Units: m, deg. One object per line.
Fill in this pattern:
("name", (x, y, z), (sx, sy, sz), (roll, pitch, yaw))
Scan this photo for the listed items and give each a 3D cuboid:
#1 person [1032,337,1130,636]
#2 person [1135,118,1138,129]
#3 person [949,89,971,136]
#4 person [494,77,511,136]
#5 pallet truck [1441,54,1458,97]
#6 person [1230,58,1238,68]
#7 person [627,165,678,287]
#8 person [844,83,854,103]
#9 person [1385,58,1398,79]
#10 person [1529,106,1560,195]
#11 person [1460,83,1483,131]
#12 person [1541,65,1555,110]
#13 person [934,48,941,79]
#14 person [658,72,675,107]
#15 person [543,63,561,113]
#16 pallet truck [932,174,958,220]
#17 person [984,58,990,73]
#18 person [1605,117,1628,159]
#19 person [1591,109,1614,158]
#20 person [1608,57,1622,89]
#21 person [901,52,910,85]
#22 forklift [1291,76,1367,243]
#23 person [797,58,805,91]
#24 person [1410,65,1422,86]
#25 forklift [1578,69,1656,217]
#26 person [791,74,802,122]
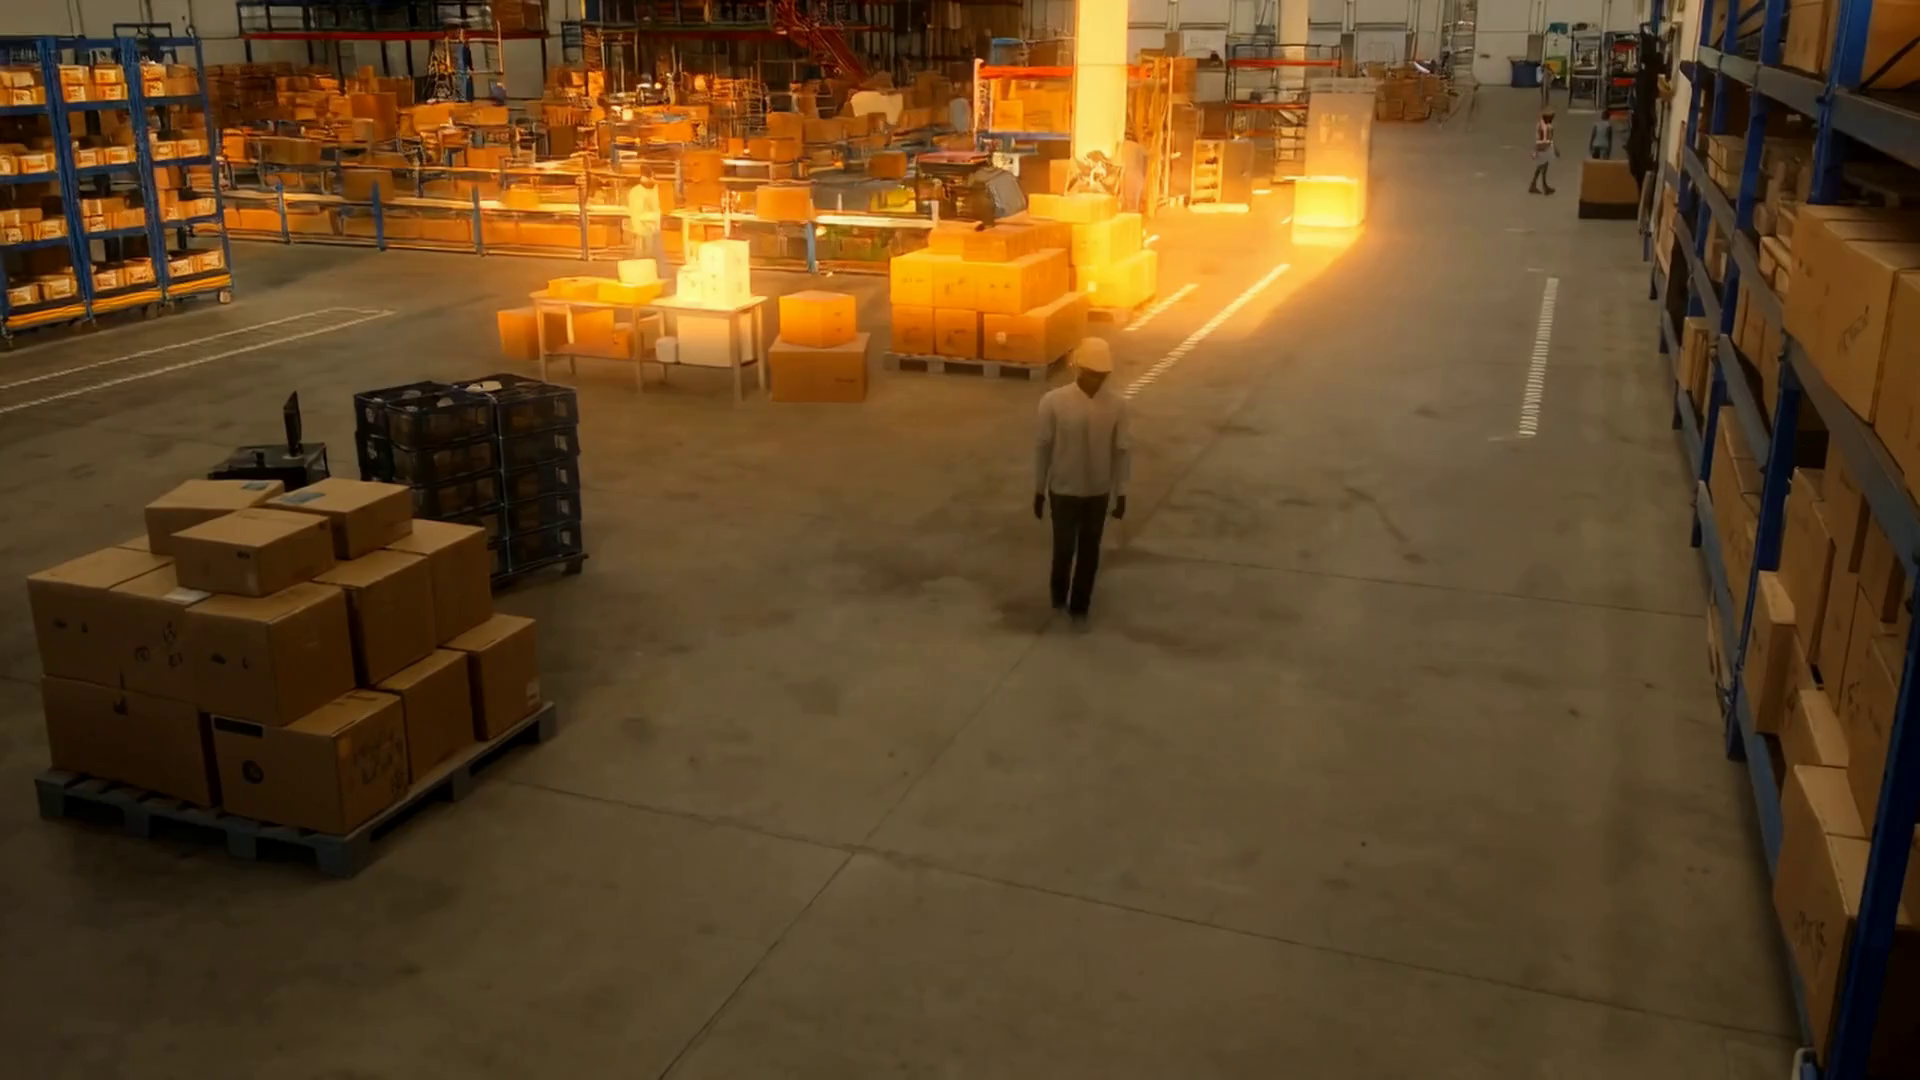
("person", (0.784, -0.325, 10.648), (0.632, 1.970, 0.439), (-4, 18, -13))
("person", (3.941, -9.506, 39.384), (0.615, 2.043, 0.373), (16, 24, 42))
("person", (0.034, -11.226, 45.035), (0.675, 1.886, 0.524), (9, 20, 26))
("person", (-14.888, -14.084, 54.048), (0.531, 1.870, 0.927), (10, 20, 29))
("pallet truck", (22.765, -21.886, 78.355), (0.823, 1.965, 1.885), (-4, 18, -14))
("person", (12.439, -20.812, 75.170), (0.566, 1.894, 0.767), (4, 18, 12))
("person", (-4.488, -4.530, 24.160), (0.911, 1.786, 0.618), (12, 21, 33))
("person", (-3.629, -14.446, 55.593), (0.523, 1.616, 0.376), (9, 20, 25))
("person", (17.835, -18.850, 68.746), (0.539, 2.000, 0.689), (9, 20, 26))
("person", (13.010, -8.611, 36.800), (0.564, 1.904, 0.876), (-13, 22, -36))
("person", (17.354, -14.659, 56.291), (0.810, 1.608, 0.529), (-1, 18, -3))
("person", (23.905, -18.358, 67.577), (0.530, 1.820, 1.010), (7, 19, 20))
("person", (-1.410, -28.639, 99.874), (0.671, 1.824, 0.625), (4, 18, 11))
("person", (-10.442, -15.735, 59.318), (0.599, 1.828, 0.403), (-9, 20, -25))
("person", (-15.984, -17.663, 65.143), (0.682, 1.957, 0.619), (-3, 18, -9))
("pallet truck", (-0.507, -5.292, 27.348), (0.653, 1.274, 1.630), (6, 19, 19))
("person", (1.174, -21.029, 75.915), (0.891, 1.853, 0.587), (-5, 18, -15))
("person", (13.475, -7.720, 34.073), (0.993, 1.863, 0.657), (2, 18, 6))
("person", (15.287, -9.402, 39.614), (0.318, 1.698, 0.539), (-16, 24, -42))
("person", (31.301, -22.152, 79.476), (0.674, 1.818, 0.631), (9, 20, 25))
("person", (-2.964, -25.747, 90.812), (0.524, 1.805, 0.944), (2, 18, 6))
("forklift", (6.598, -6.755, 29.381), (1.129, 2.768, 1.873), (6, 19, 19))
("person", (-7.013, -20.342, 73.598), (0.349, 1.942, 0.545), (-10, 20, -29))
("person", (17.377, -17.223, 63.784), (0.631, 1.948, 0.462), (-13, 22, -34))
("forklift", (13.219, -7.740, 32.475), (1.873, 2.768, 1.129), (6, 19, 18))
("person", (-5.939, -16.099, 60.603), (0.433, 1.727, 0.496), (14, 22, 37))
